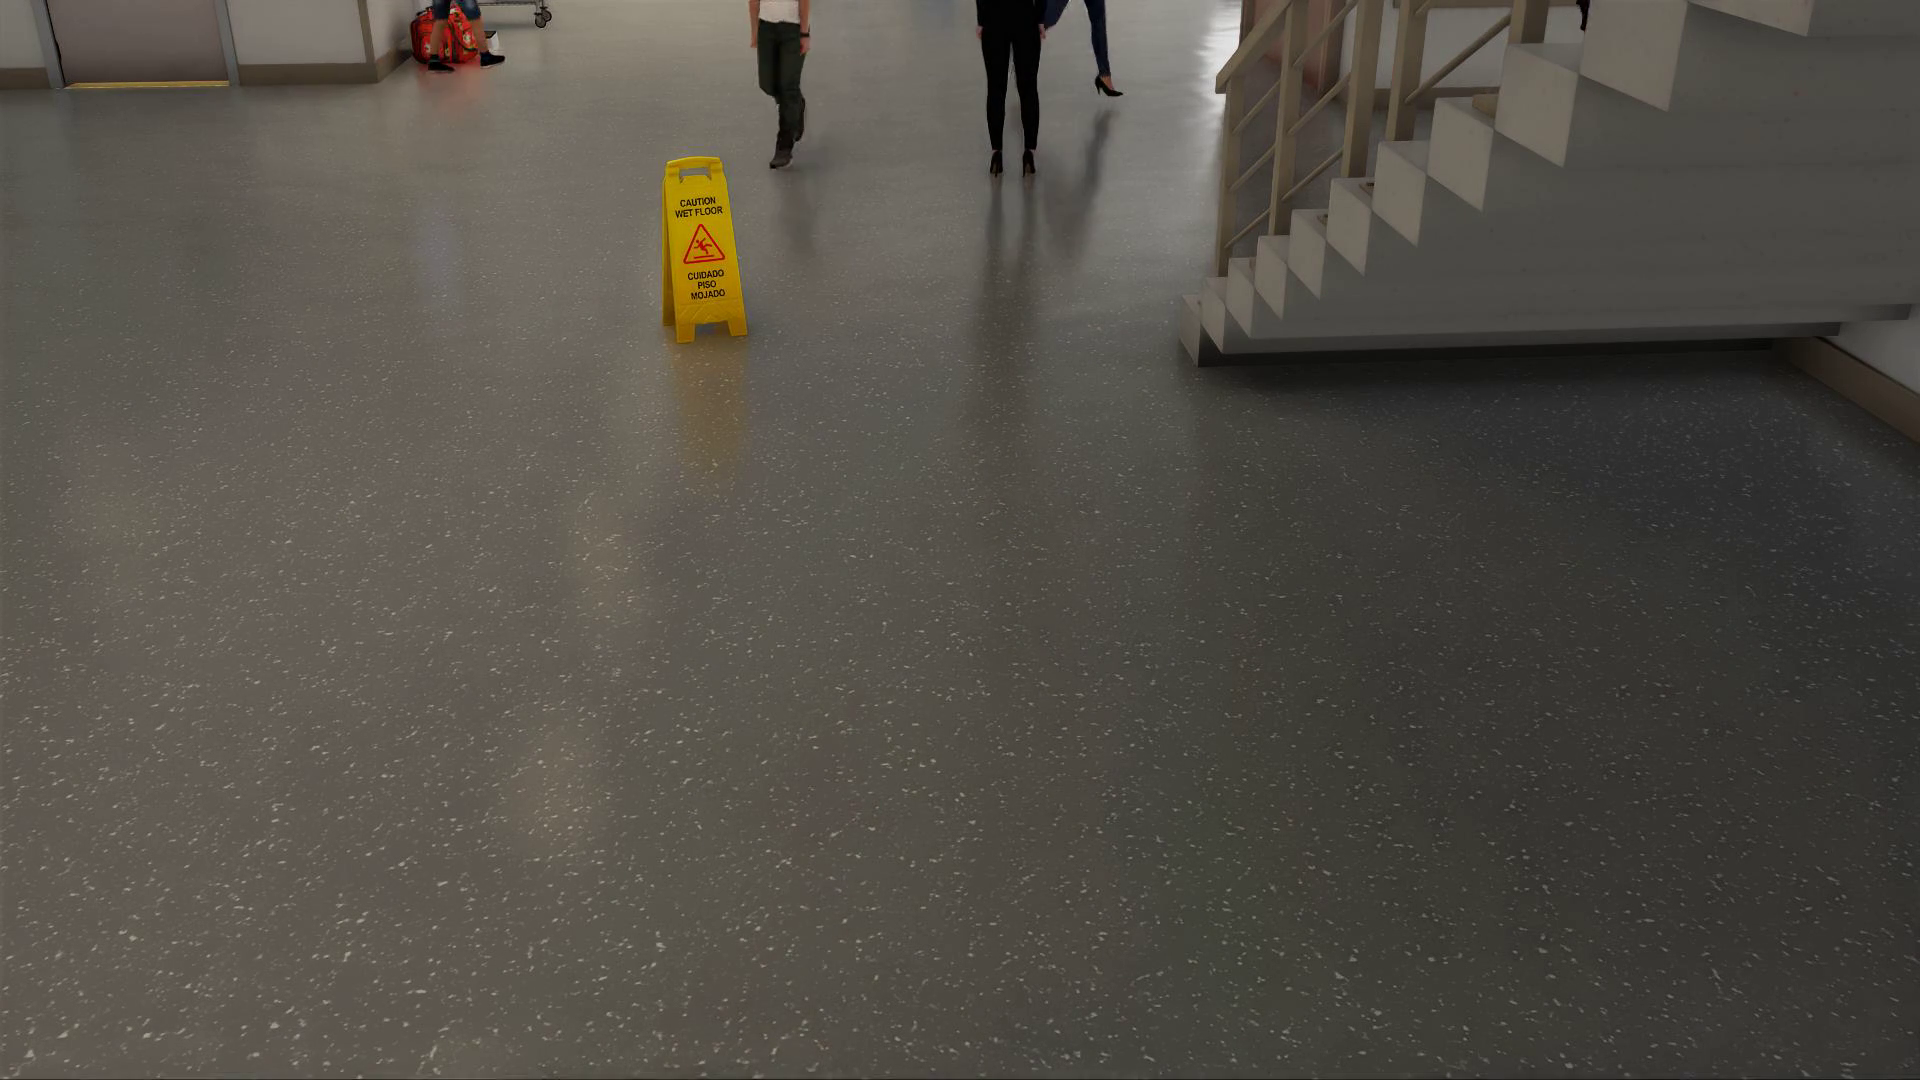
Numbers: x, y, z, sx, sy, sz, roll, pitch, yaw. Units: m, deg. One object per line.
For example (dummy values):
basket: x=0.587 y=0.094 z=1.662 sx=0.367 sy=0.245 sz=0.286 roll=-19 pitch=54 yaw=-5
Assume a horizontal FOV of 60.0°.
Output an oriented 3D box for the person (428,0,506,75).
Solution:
person: x=-4.018 y=-4.324 z=12.940 sx=0.856 sy=1.412 sz=1.007 roll=15 pitch=29 yaw=28

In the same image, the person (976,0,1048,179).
person: x=0.310 y=-3.052 z=9.960 sx=0.600 sy=1.711 sz=0.525 roll=2 pitch=26 yaw=4

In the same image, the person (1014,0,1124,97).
person: x=0.738 y=-4.108 z=12.104 sx=1.103 sy=1.751 sz=1.149 roll=15 pitch=29 yaw=28

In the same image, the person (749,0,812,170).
person: x=-1.053 y=-3.138 z=10.222 sx=0.774 sy=1.637 sz=0.984 roll=8 pitch=27 yaw=16
